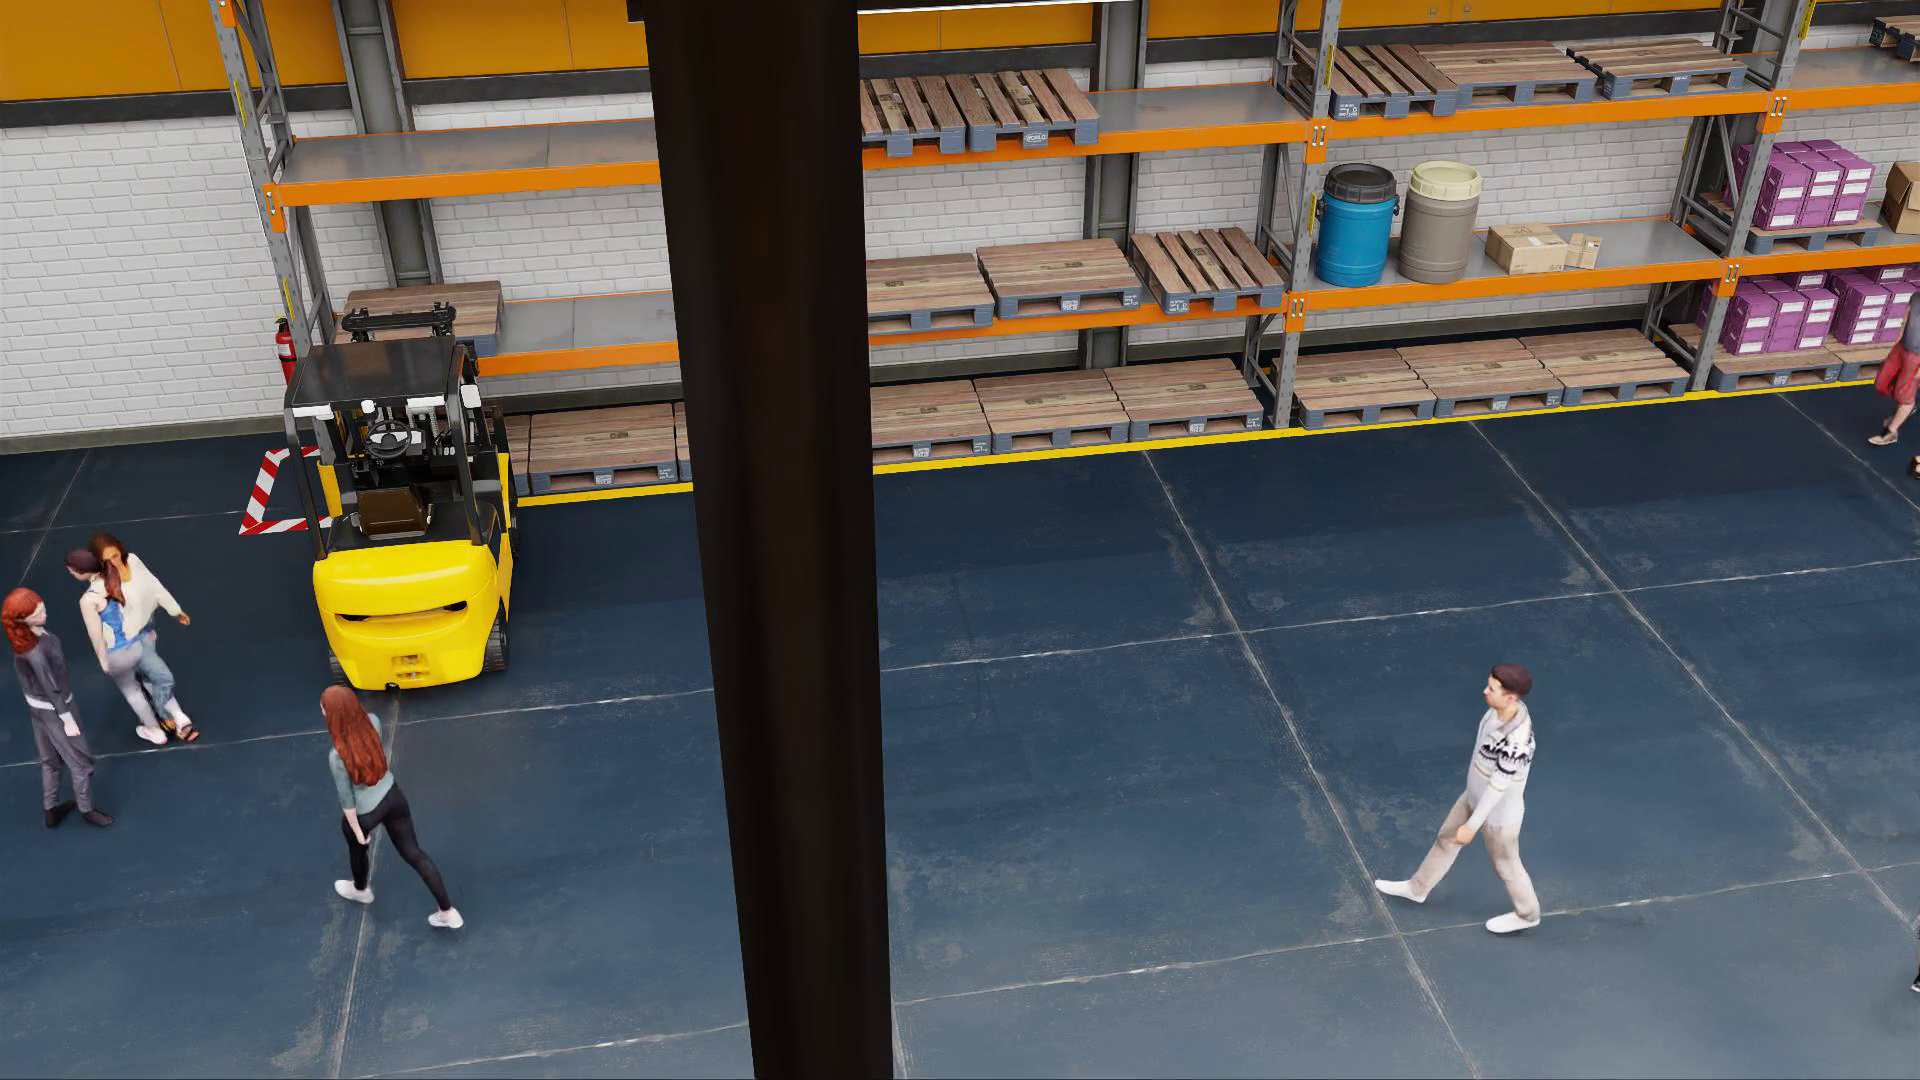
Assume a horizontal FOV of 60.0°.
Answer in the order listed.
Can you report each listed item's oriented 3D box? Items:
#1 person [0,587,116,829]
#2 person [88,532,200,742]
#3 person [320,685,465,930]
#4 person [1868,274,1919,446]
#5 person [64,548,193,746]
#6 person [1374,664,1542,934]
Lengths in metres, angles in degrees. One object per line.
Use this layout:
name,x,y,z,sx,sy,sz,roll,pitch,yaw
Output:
person,-5.526,1.026,10.099,0.752,1.745,0.790,27,42,34
person,-5.443,0.614,10.795,0.734,1.661,0.712,-1,34,-1
person,-3.222,1.539,9.366,1.182,1.701,1.049,17,37,24
person,8.166,-1.574,14.106,0.758,1.639,0.635,-9,35,-13
person,-5.311,0.722,10.701,0.876,1.585,0.799,18,37,24
person,3.076,1.499,9.319,1.257,1.821,0.928,4,34,6
